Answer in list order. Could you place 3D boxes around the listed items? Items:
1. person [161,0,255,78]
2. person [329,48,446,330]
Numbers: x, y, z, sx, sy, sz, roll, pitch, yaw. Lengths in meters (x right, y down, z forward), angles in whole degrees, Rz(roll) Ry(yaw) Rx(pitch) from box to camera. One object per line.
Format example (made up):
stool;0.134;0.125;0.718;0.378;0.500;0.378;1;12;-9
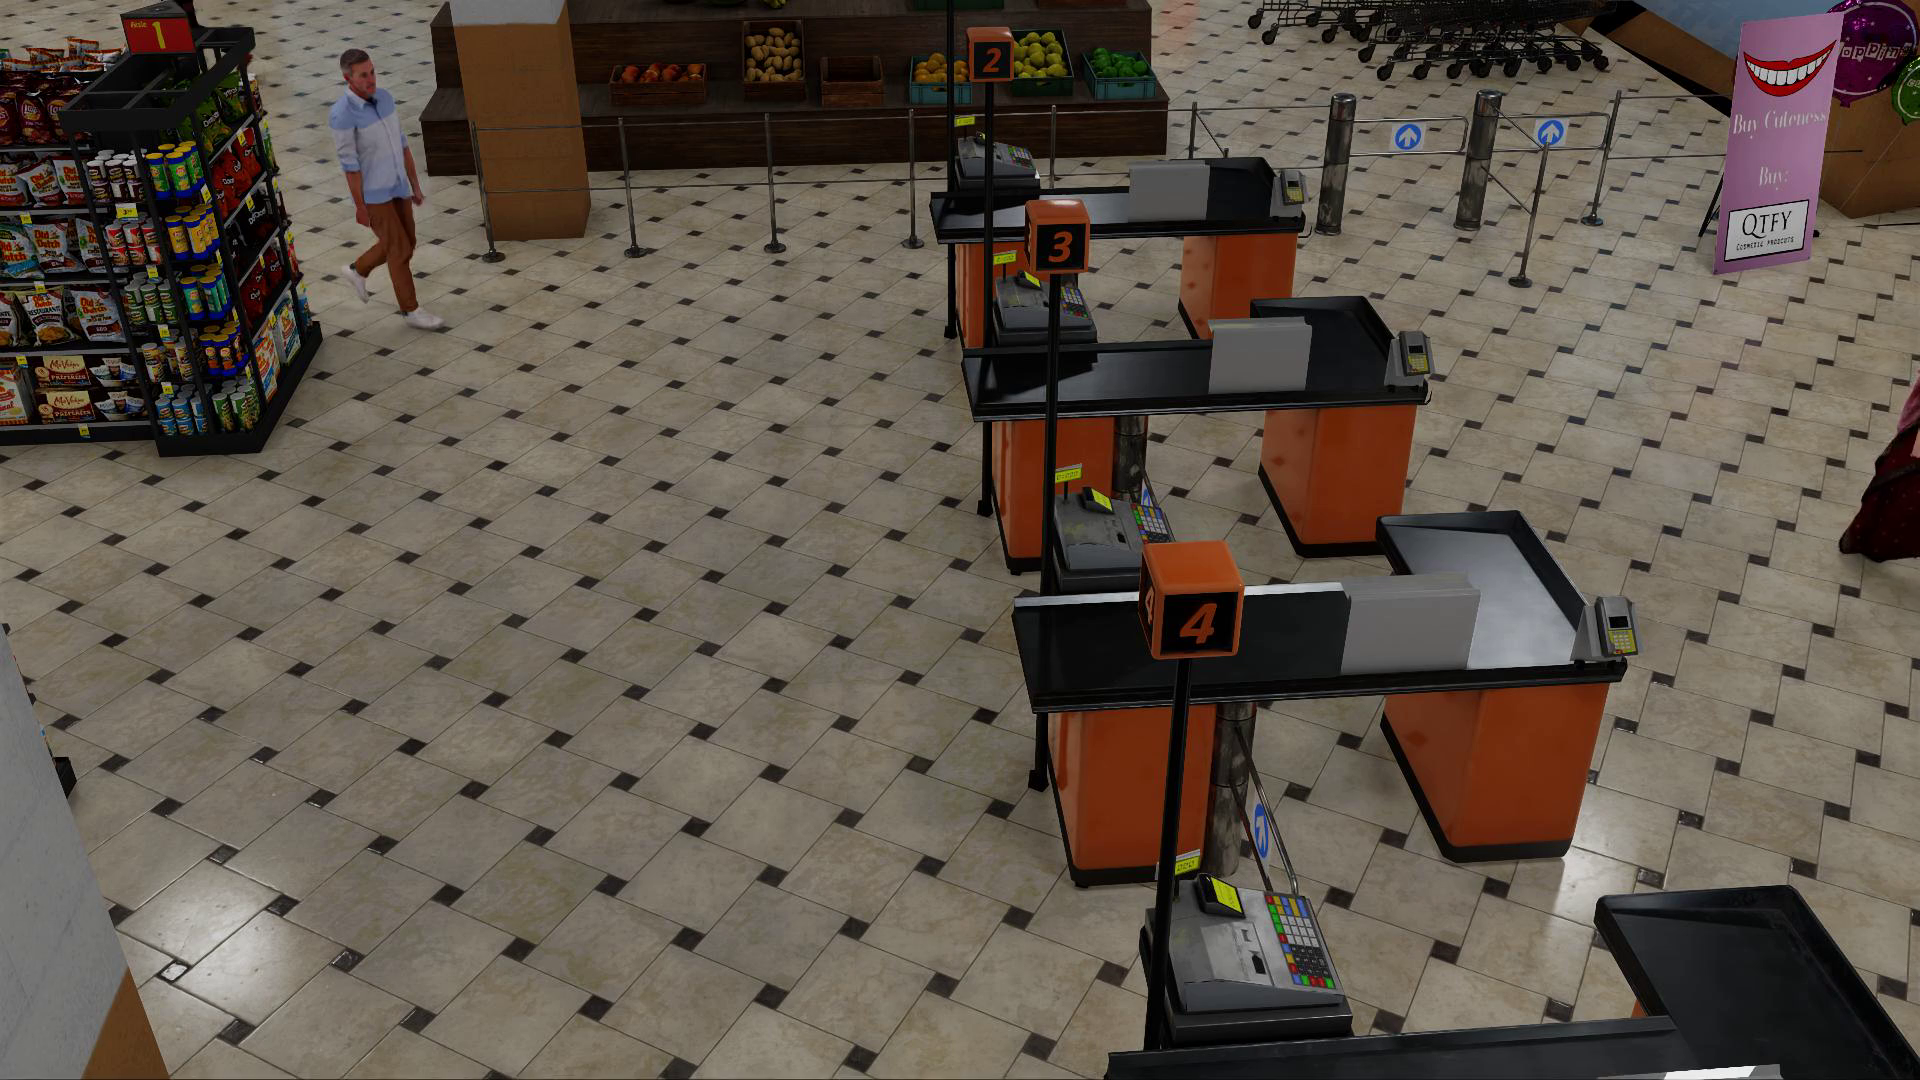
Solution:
person;-6.884;-4.888;14.825;1.232;1.787;0.932;-13;34;-19
person;-3.724;-2.211;10.509;1.116;1.801;0.928;9;33;14
